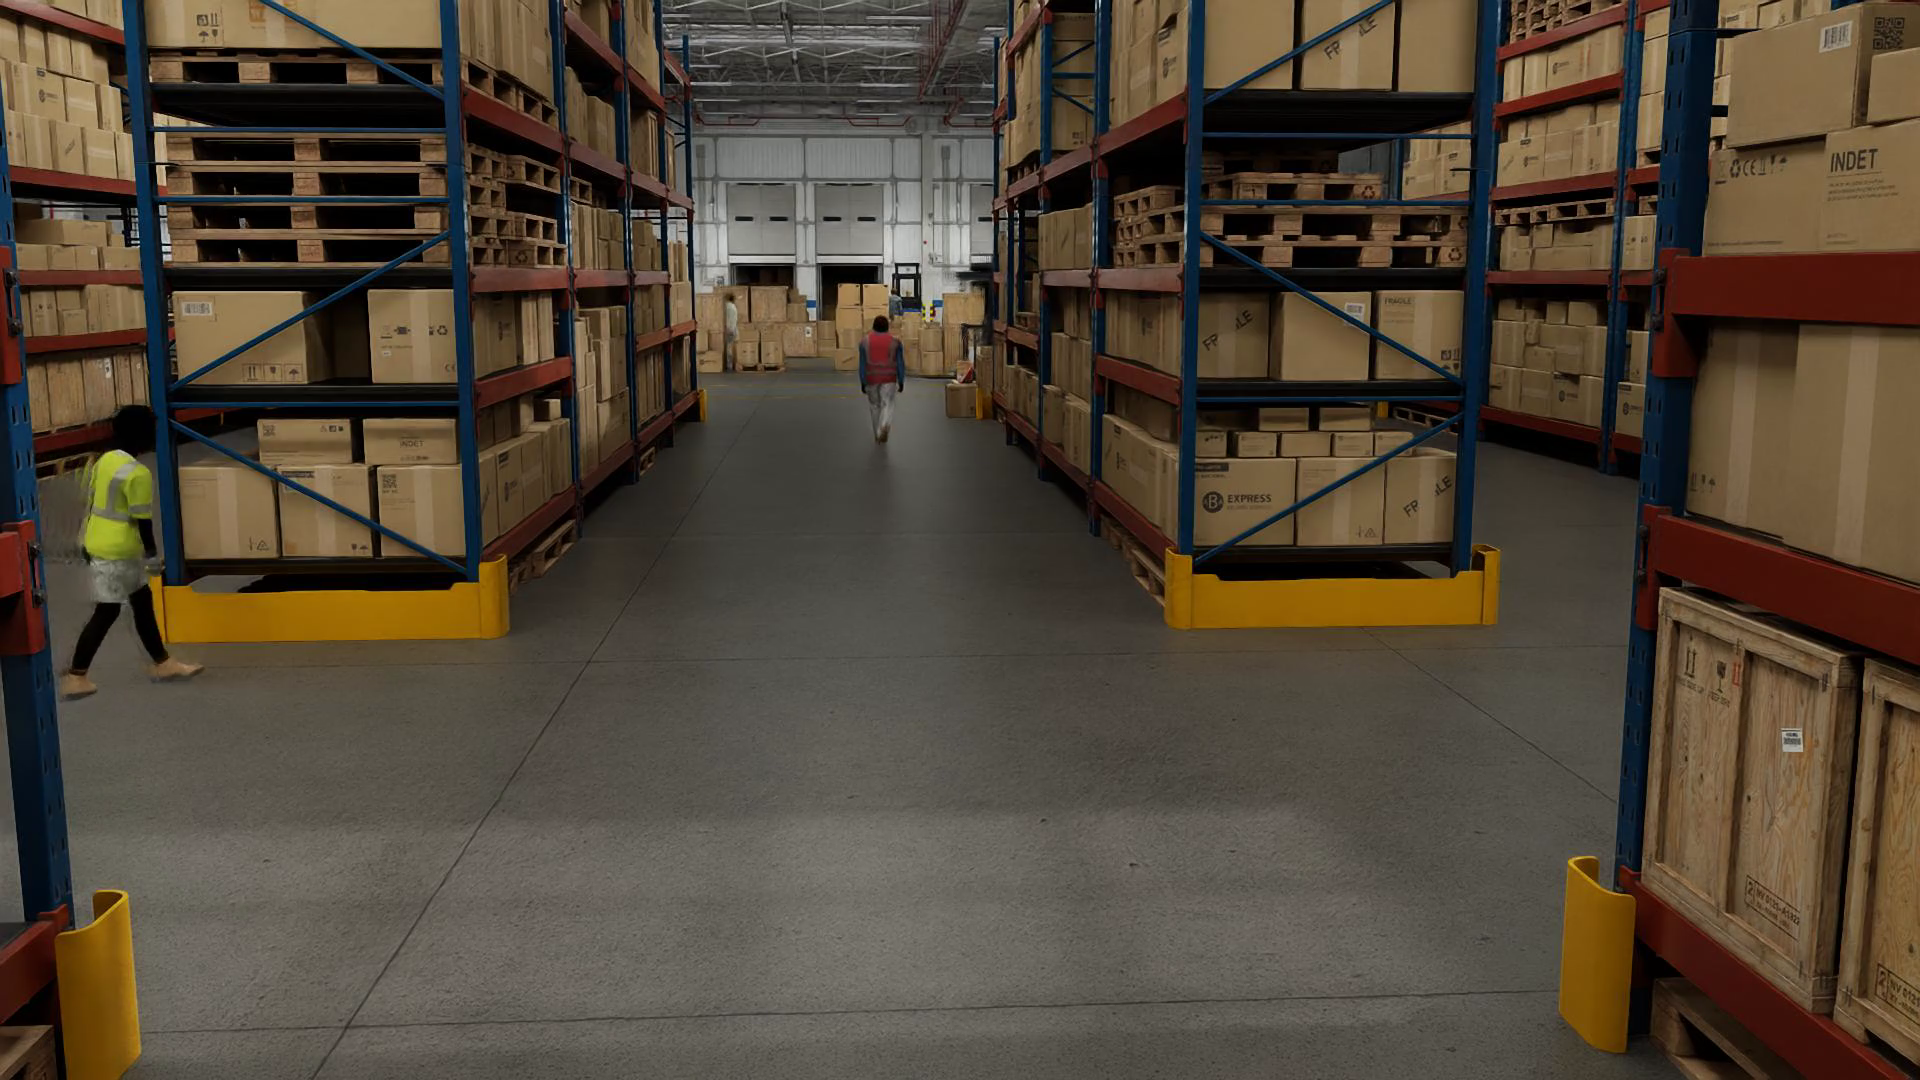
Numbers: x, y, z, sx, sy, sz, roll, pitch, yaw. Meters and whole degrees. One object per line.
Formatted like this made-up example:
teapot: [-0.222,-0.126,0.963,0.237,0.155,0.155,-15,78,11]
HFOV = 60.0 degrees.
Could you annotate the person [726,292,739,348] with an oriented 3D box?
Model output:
person: [-6.106,-5.604,44.063,0.813,1.913,0.635,-4,10,-25]

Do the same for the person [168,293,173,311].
person: [-31.521,-9.151,66.308,0.587,1.916,0.392,9,12,43]

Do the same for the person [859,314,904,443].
person: [-1.093,-2.226,23.147,0.625,1.823,0.665,0,9,2]

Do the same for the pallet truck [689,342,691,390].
pallet truck: [-5.225,-3.008,27.480,1.885,1.965,0.823,2,9,14]

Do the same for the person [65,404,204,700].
person: [-4.726,0.057,9.347,0.737,1.639,0.537,-7,11,-37]

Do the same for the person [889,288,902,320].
person: [-2.318,-7.829,57.975,0.636,1.931,0.377,3,10,19]

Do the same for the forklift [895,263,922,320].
forklift: [-1.983,-9.012,62.419,1.129,2.768,1.873,-1,9,-4]
